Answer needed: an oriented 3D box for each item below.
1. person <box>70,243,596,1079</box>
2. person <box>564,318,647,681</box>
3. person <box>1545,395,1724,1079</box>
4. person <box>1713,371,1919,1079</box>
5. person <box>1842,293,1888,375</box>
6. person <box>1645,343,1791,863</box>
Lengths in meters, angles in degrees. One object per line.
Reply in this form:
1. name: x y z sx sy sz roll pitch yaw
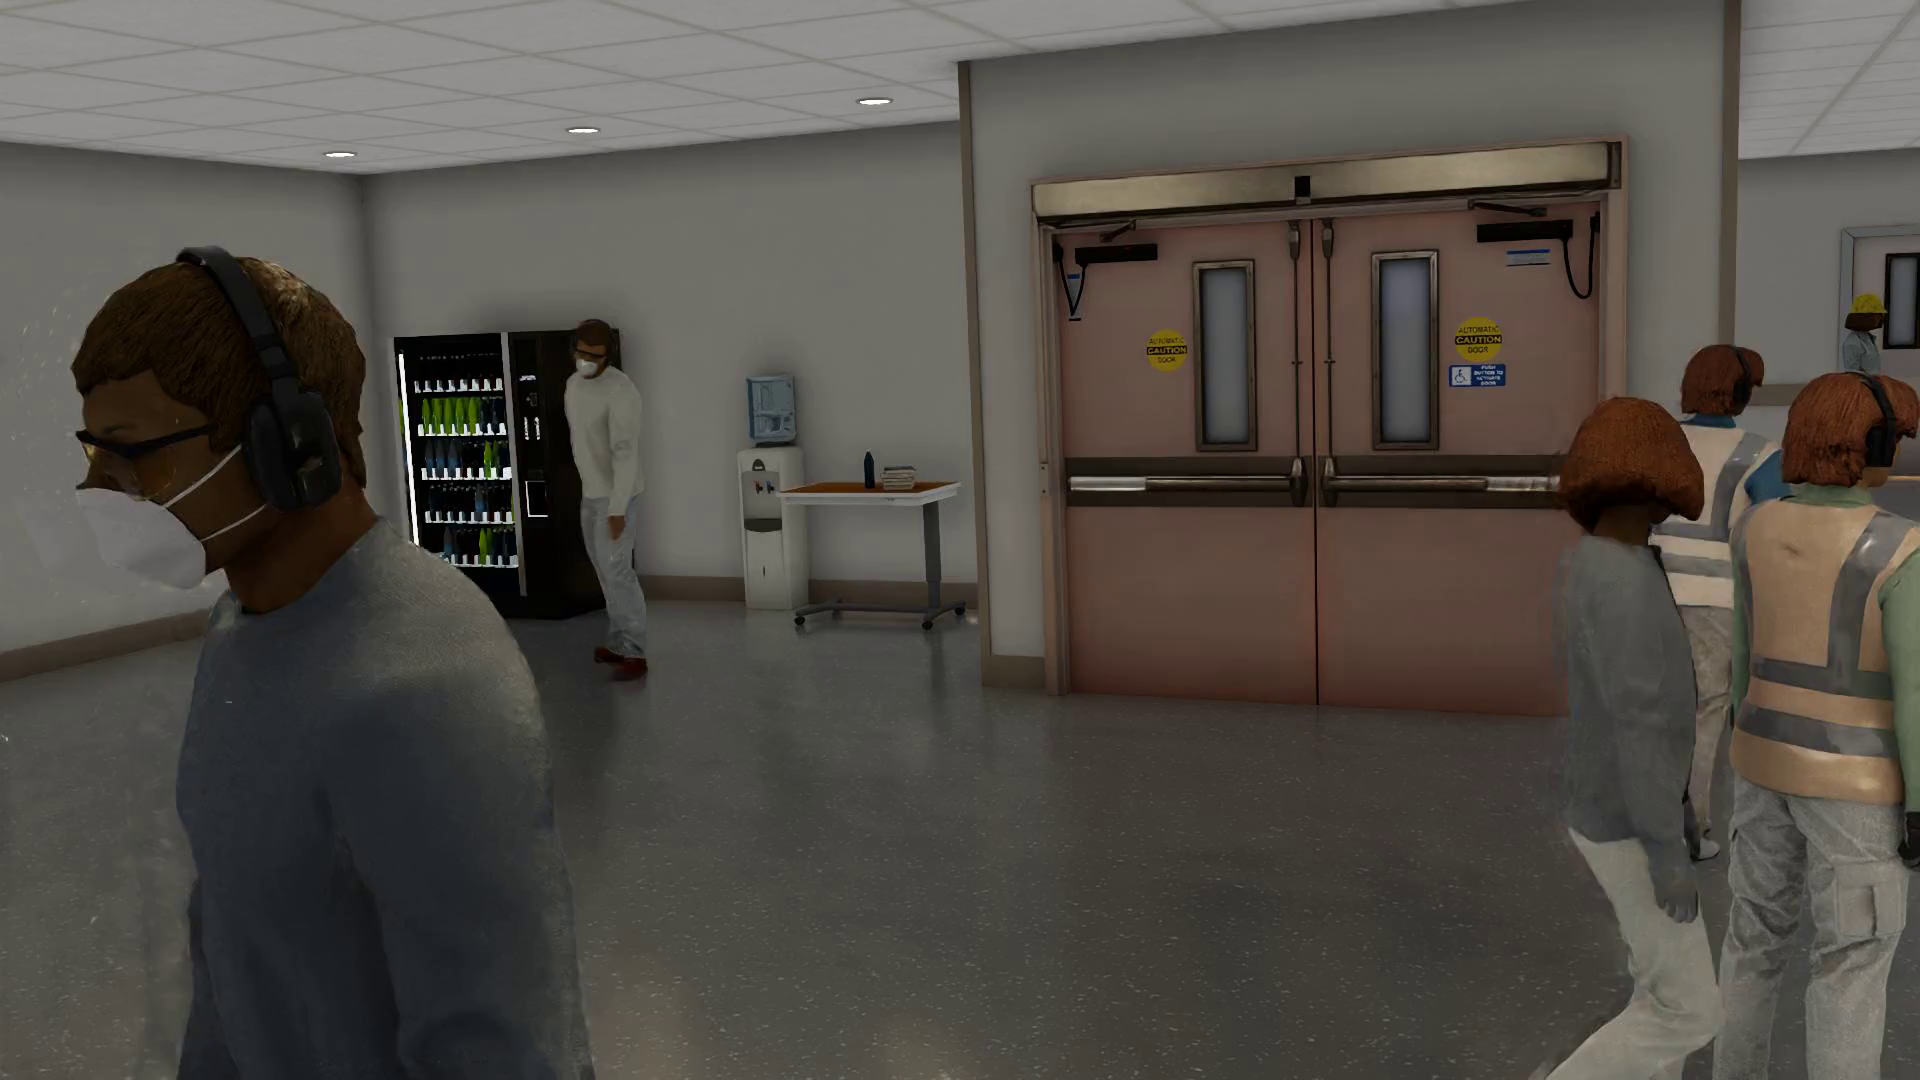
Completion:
1. person: -0.662 0.685 1.536 0.840 1.892 0.667 -6 8 -28
2. person: -1.878 -0.209 8.770 0.397 1.900 0.798 -7 9 -34
3. person: 1.281 0.535 3.129 0.389 1.610 0.531 1 8 22
4. person: 1.713 0.486 3.292 0.318 1.630 0.514 -5 8 -17
5. person: 6.972 -1.026 12.851 0.321 1.742 0.492 4 10 41
6. person: 2.368 0.198 5.262 0.549 1.622 0.561 -7 9 -31
